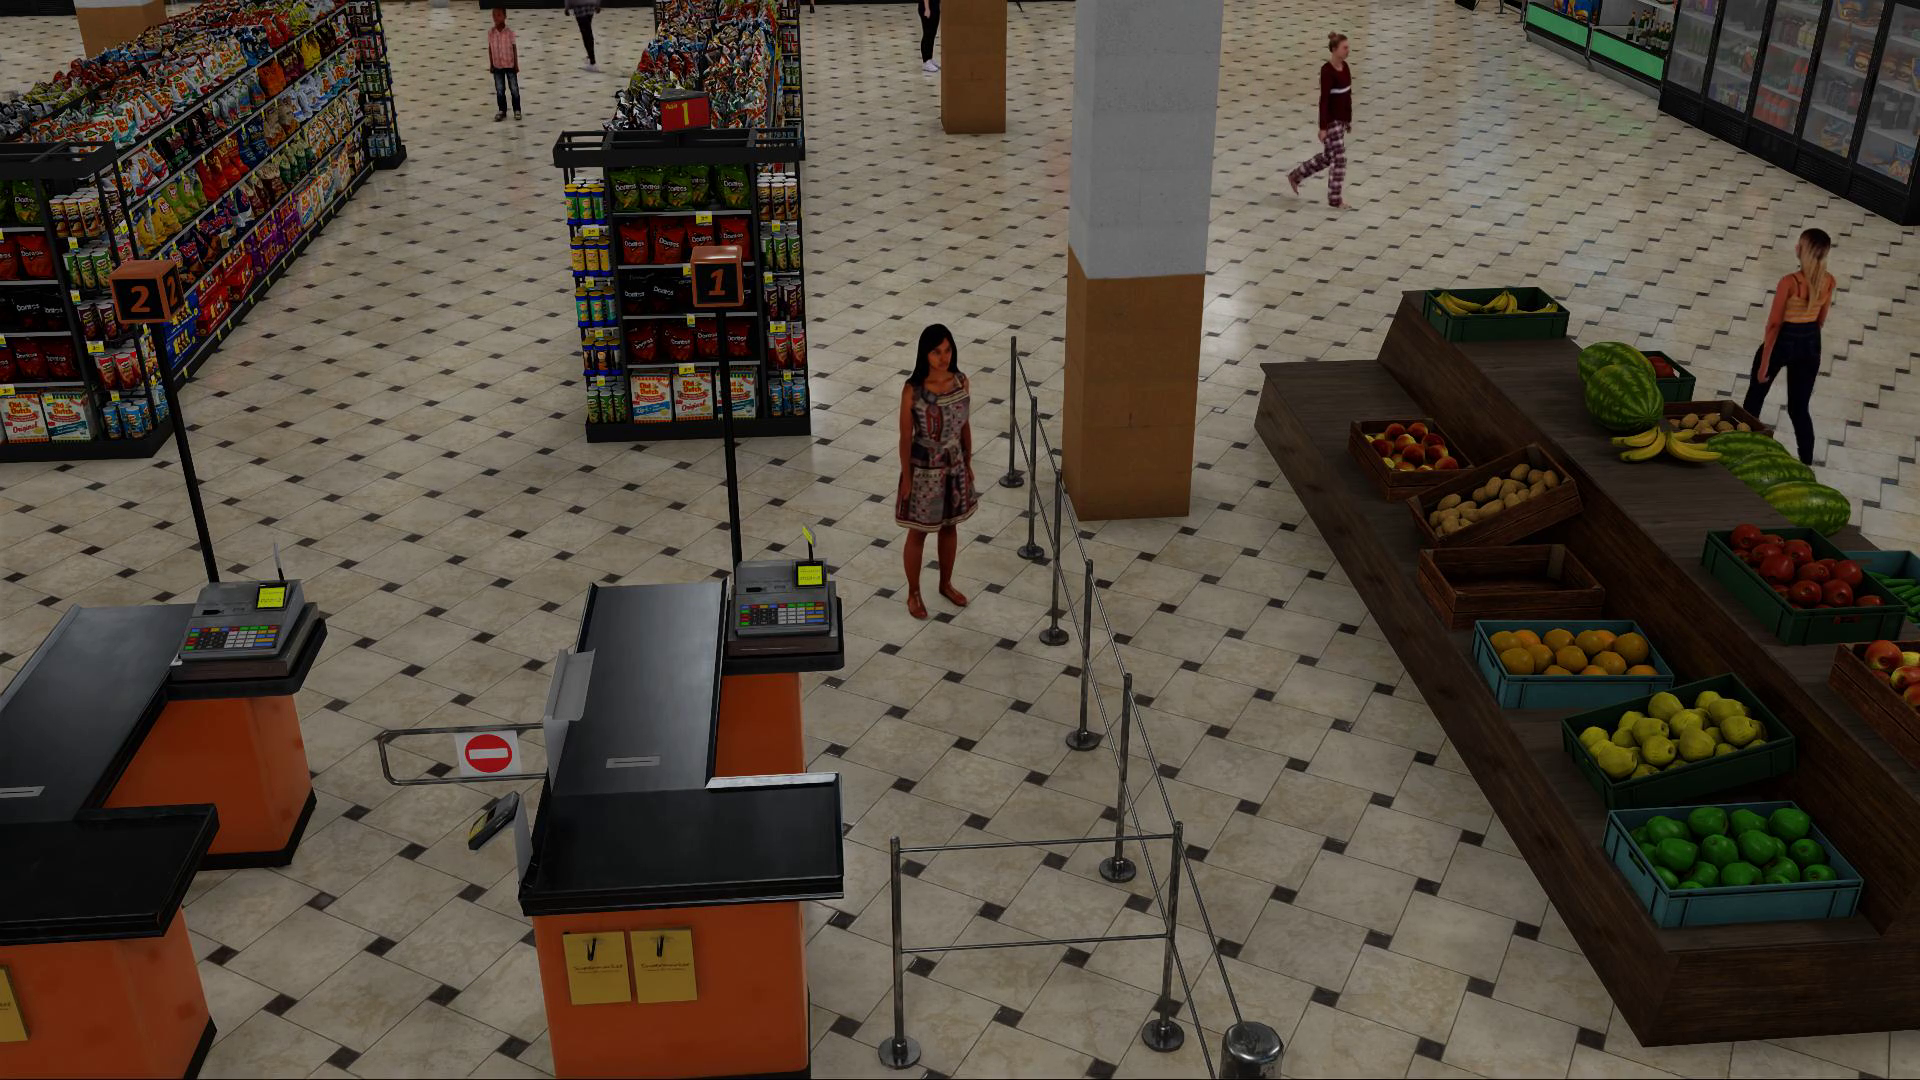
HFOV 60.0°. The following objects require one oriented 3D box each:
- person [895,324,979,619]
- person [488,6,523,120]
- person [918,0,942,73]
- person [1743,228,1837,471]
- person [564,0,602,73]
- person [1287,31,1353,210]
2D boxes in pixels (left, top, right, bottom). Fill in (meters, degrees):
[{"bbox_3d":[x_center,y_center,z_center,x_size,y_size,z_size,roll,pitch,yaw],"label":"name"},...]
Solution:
[{"bbox_3d":[-0.126,-0.384,8.974,0.723,1.644,0.688,-15,31,-27],"label":"person"},{"bbox_3d":[-5.424,-5.686,19.802,0.512,1.307,0.511,0,27,0],"label":"person"},{"bbox_3d":[-0.386,-7.152,22.328,0.765,1.638,0.671,11,29,20],"label":"person"},{"bbox_3d":[5.286,-1.106,10.487,0.614,1.563,1.134,-3,27,-6],"label":"person"},{"bbox_3d":[-4.956,-7.138,22.167,0.866,1.758,0.807,24,35,38],"label":"person"},{"bbox_3d":[3.578,-4.097,16.267,1.025,1.671,1.000,17,32,31],"label":"person"}]
